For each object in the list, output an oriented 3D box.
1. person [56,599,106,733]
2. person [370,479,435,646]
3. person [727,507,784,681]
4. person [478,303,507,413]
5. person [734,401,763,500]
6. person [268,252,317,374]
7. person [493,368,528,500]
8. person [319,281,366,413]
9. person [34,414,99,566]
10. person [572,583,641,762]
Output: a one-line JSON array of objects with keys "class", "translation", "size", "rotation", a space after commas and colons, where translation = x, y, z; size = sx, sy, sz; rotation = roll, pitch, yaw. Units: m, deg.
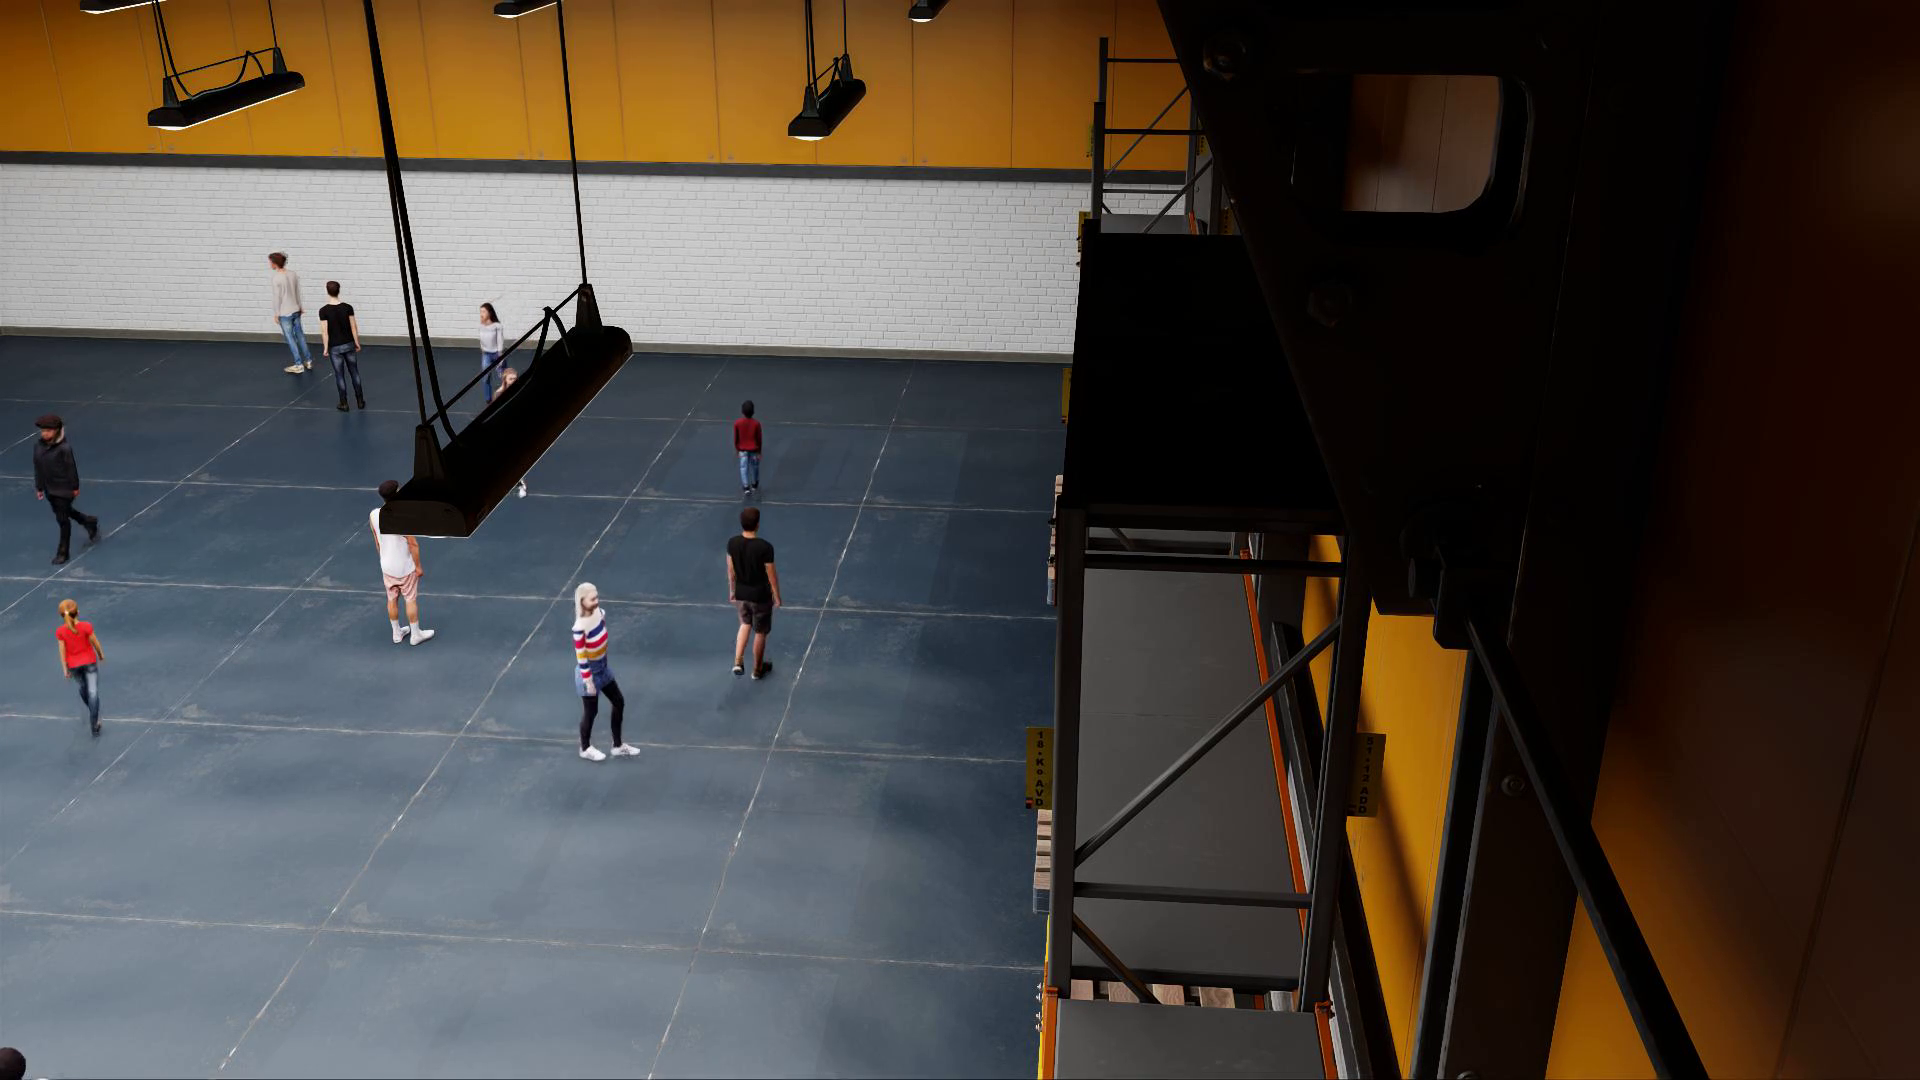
[{"class": "person", "translation": [-8.263, 1.199, 15.652], "size": [0.679, 1.289, 0.934], "rotation": [-7, 25, -16]}, {"class": "person", "translation": [-5.832, 0.234, 17.239], "size": [0.692, 1.786, 0.635], "rotation": [8, 25, 17]}, {"class": "person", "translation": [-2.084, 0.573, 16.384], "size": [0.805, 1.851, 0.901], "rotation": [9, 25, 20]}, {"class": "person", "translation": [-6.685, -2.666, 24.089], "size": [0.705, 1.614, 0.808], "rotation": [7, 25, 17]}, {"class": "person", "translation": [-2.685, -1.136, 21.058], "size": [0.612, 1.238, 0.893], "rotation": [-3, 24, -7]}, {"class": "person", "translation": [-10.357, -3.534, 25.721], "size": [0.937, 1.897, 0.663], "rotation": [14, 27, 29]}, {"class": "person", "translation": [-5.669, -1.393, 21.107], "size": [0.987, 1.669, 1.118], "rotation": [-13, 27, -27]}, {"class": "person", "translation": [-8.945, -2.811, 24.069], "size": [0.763, 1.897, 0.794], "rotation": [-15, 28, -30]}, {"class": "person", "translation": [-10.414, -0.646, 19.300], "size": [0.703, 1.748, 1.132], "rotation": [5, 24, 12]}, {"class": "person", "translation": [-3.393, 1.192, 15.042], "size": [0.825, 1.791, 0.801], "rotation": [7, 25, 16]}]
